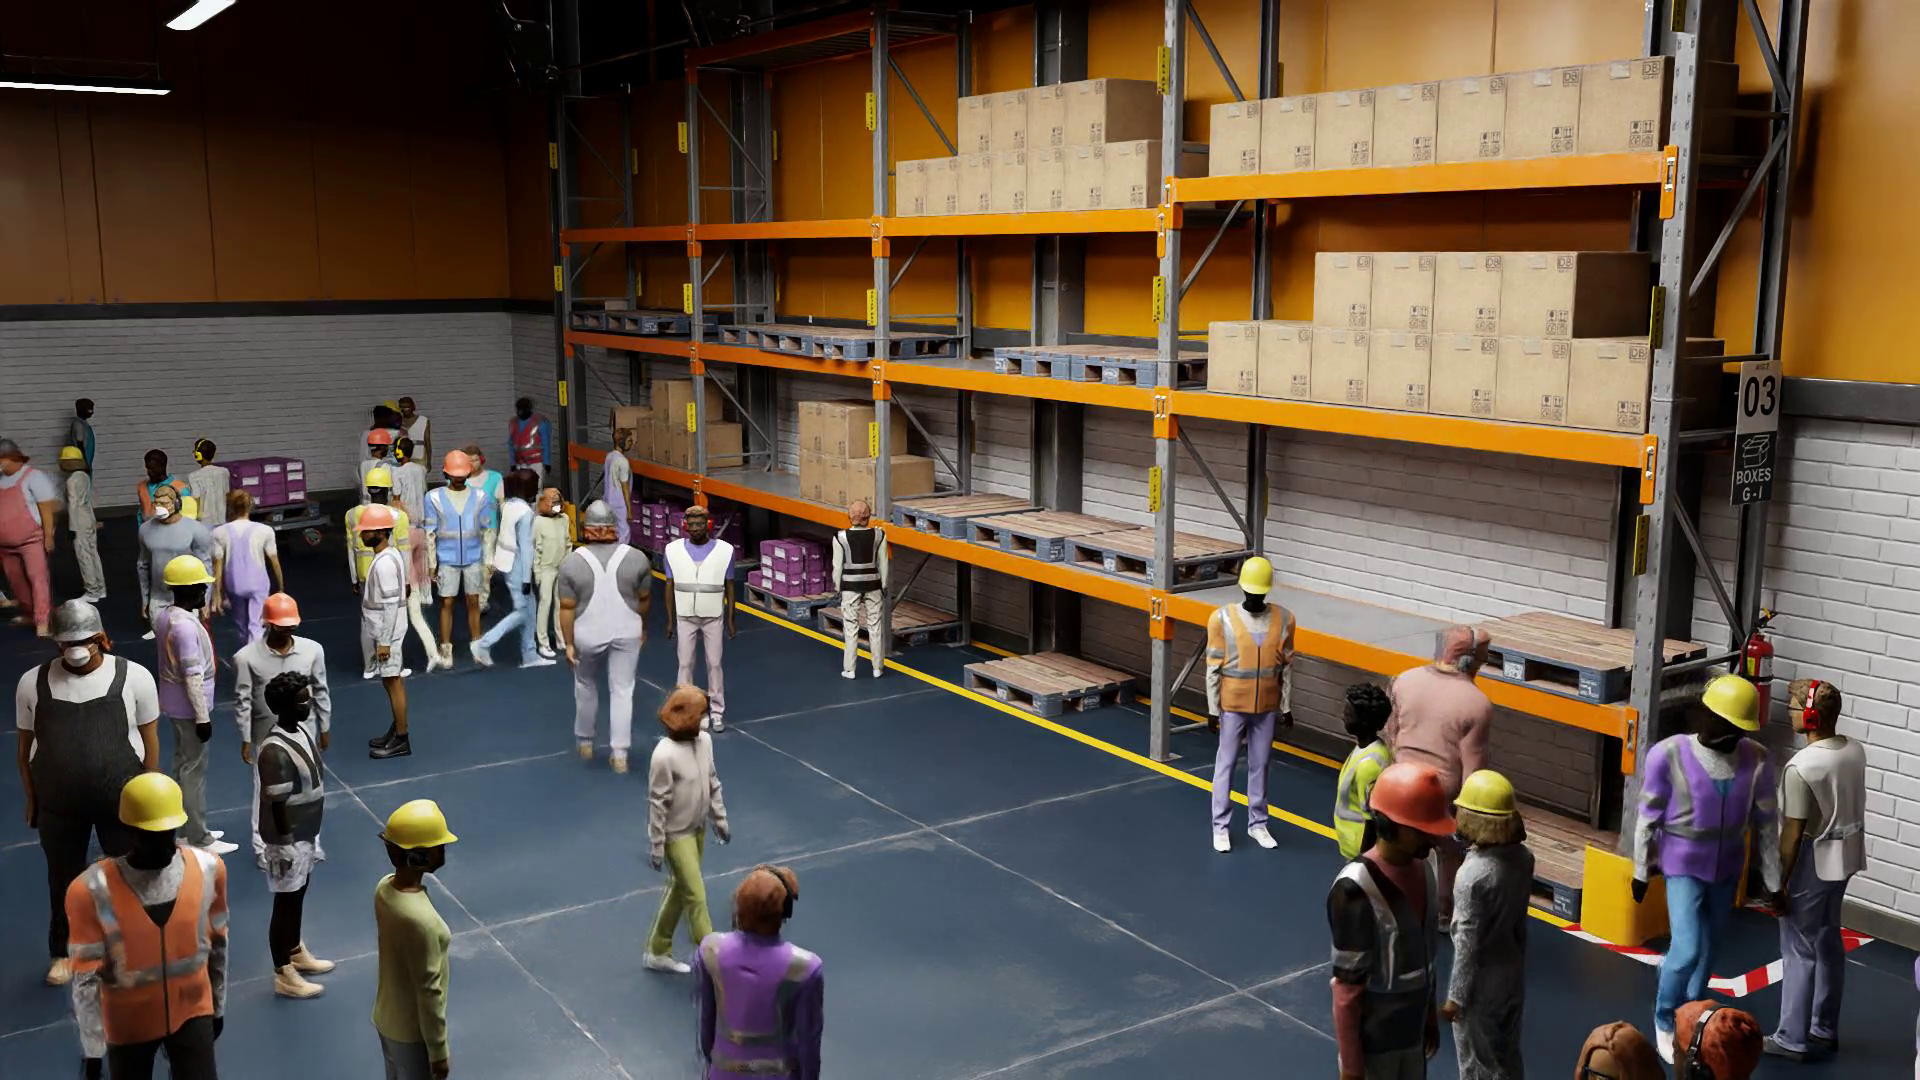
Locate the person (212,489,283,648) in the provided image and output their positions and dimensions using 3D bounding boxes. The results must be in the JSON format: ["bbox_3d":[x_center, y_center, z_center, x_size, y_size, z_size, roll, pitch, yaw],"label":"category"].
[{"bbox_3d":[-6.214,0.451,14.522,0.526,1.793,0.972,-2,10,-11],"label":"person"}]

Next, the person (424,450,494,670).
[{"bbox_3d":[-4.617,0.178,15.376,0.605,2.040,0.385,-4,11,-24],"label":"person"}]

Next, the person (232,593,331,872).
[{"bbox_3d":[-4.200,1.182,10.360,0.572,1.743,0.349,-7,12,-34],"label":"person"}]

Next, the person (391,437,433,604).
[{"bbox_3d":[-5.981,-0.192,18.079,0.329,1.862,0.512,5,11,26],"label":"person"}]

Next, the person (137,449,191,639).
[{"bbox_3d":[-7.895,0.044,16.536,0.587,1.914,0.392,2,10,14],"label":"person"}]

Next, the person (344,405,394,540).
[{"bbox_3d":[-7.442,-0.750,21.125,0.651,1.934,0.596,9,13,43],"label":"person"}]

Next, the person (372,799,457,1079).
[{"bbox_3d":[-2.065,1.852,6.375,0.340,1.760,0.526,-6,12,-33],"label":"person"}]

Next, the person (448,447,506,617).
[{"bbox_3d":[-5.068,-0.080,17.604,0.586,1.789,0.980,-5,11,-26],"label":"person"}]

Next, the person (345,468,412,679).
[{"bbox_3d":[-5.211,0.309,14.979,0.582,1.919,0.395,1,10,3],"label":"person"}]

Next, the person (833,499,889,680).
[{"bbox_3d":[-0.889,0.450,14.956,0.510,1.640,0.308,-2,10,-12],"label":"person"}]

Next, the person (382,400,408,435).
[{"bbox_3d":[-7.856,-1.028,23.094,0.403,1.824,0.593,-7,12,-36],"label":"person"}]

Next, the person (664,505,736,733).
[{"bbox_3d":[-2.070,0.626,13.311,0.565,1.847,0.396,-1,10,-3],"label":"person"}]

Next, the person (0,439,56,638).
[{"bbox_3d":[-9.448,-0.053,16.732,0.805,2.000,0.590,3,10,20],"label":"person"}]

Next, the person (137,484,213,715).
[{"bbox_3d":[-6.503,0.498,13.796,0.627,1.940,0.372,1,10,4],"label":"person"}]

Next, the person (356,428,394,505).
[{"bbox_3d":[-6.365,-0.263,18.302,0.543,1.929,0.386,7,12,37],"label":"person"}]

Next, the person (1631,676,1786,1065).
[{"bbox_3d":[3.491,1.542,7.791,0.601,1.891,0.473,-1,10,-5],"label":"person"}]

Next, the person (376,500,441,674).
[{"bbox_3d":[-5.075,0.430,15.195,0.817,1.600,0.511,7,12,36],"label":"person"}]

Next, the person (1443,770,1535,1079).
[{"bbox_3d":[2.131,1.789,6.796,0.492,1.740,0.323,-9,13,-42],"label":"person"}]

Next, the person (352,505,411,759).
[{"bbox_3d":[-4.393,0.692,12.659,0.361,1.935,0.552,-3,10,-18],"label":"person"}]

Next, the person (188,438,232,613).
[{"bbox_3d":[-8.035,-0.156,17.825,0.328,1.876,0.513,5,11,25],"label":"person"}]

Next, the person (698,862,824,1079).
[{"bbox_3d":[-0.749,1.986,6.026,0.508,1.608,0.754,2,10,13],"label":"person"}]

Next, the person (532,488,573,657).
[{"bbox_3d":[-3.890,0.301,15.884,0.285,1.623,0.505,6,11,31],"label":"person"}]

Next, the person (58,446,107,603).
[{"bbox_3d":[-9.706,-0.175,18.345,0.343,1.735,0.491,-2,10,-10],"label":"person"}]

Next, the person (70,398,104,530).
[{"bbox_3d":[-12.224,-1.063,23.253,0.348,1.840,0.505,-4,10,-22],"label":"person"}]

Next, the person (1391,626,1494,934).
[{"bbox_3d":[2.568,1.366,9.023,0.687,1.851,0.940,9,13,43],"label":"person"}]

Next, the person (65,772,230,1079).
[{"bbox_3d":[-3.101,1.785,6.396,0.588,1.892,0.916,-8,13,-39],"label":"person"}]

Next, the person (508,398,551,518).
[{"bbox_3d":[-6.167,-1.096,23.588,0.651,1.807,0.723,4,10,22],"label":"person"}]

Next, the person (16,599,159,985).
[{"bbox_3d":[-4.561,1.311,8.724,0.672,2.000,0.536,-4,10,-20],"label":"person"}]

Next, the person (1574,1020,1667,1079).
[{"bbox_3d":[1.888,2.174,4.851,0.503,1.632,0.271,9,13,44],"label":"person"}]

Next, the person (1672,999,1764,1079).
[{"bbox_3d":[1.977,2.128,4.410,0.576,1.880,0.351,-5,11,-26],"label":"person"}]

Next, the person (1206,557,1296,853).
[{"bbox_3d":[1.864,1.045,10.646,0.589,1.917,0.392,-2,10,-10],"label":"person"}]

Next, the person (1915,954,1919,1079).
[{"bbox_3d":[3.323,1.889,5.321,0.605,2.045,0.377,-3,10,-19],"label":"person"}]

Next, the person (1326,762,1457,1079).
[{"bbox_3d":[1.571,1.778,6.034,0.410,2.030,0.611,9,13,44],"label":"person"}]

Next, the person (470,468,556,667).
[{"bbox_3d":[-4.118,0.283,15.226,0.708,1.889,0.634,-5,11,-26],"label":"person"}]

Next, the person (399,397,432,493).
[{"bbox_3d":[-7.790,-1.132,23.683,0.564,1.832,0.398,0,10,3],"label":"person"}]

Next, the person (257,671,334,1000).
[{"bbox_3d":[-3.442,1.504,8.597,0.317,1.695,0.540,-1,10,-9],"label":"person"}]

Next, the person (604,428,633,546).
[{"bbox_3d":[-3.942,-0.390,19.329,0.350,1.835,0.519,-7,12,-34],"label":"person"}]

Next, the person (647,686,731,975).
[{"bbox_3d":[-1.373,1.539,8.656,0.704,1.599,0.522,4,10,20],"label":"person"}]

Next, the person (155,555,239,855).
[{"bbox_3d":[-4.887,1.049,10.590,0.370,1.928,0.585,-7,12,-36],"label":"person"}]

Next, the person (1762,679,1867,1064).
[{"bbox_3d":[4.034,1.564,7.846,0.560,1.836,0.394,-7,12,-34],"label":"person"}]

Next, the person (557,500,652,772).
[{"bbox_3d":[-2.661,0.671,12.481,0.694,2.000,0.872,-3,10,-16],"label":"person"}]

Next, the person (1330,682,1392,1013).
[{"bbox_3d":[2.032,1.548,8.336,0.322,1.696,0.536,2,10,13],"label":"person"}]
